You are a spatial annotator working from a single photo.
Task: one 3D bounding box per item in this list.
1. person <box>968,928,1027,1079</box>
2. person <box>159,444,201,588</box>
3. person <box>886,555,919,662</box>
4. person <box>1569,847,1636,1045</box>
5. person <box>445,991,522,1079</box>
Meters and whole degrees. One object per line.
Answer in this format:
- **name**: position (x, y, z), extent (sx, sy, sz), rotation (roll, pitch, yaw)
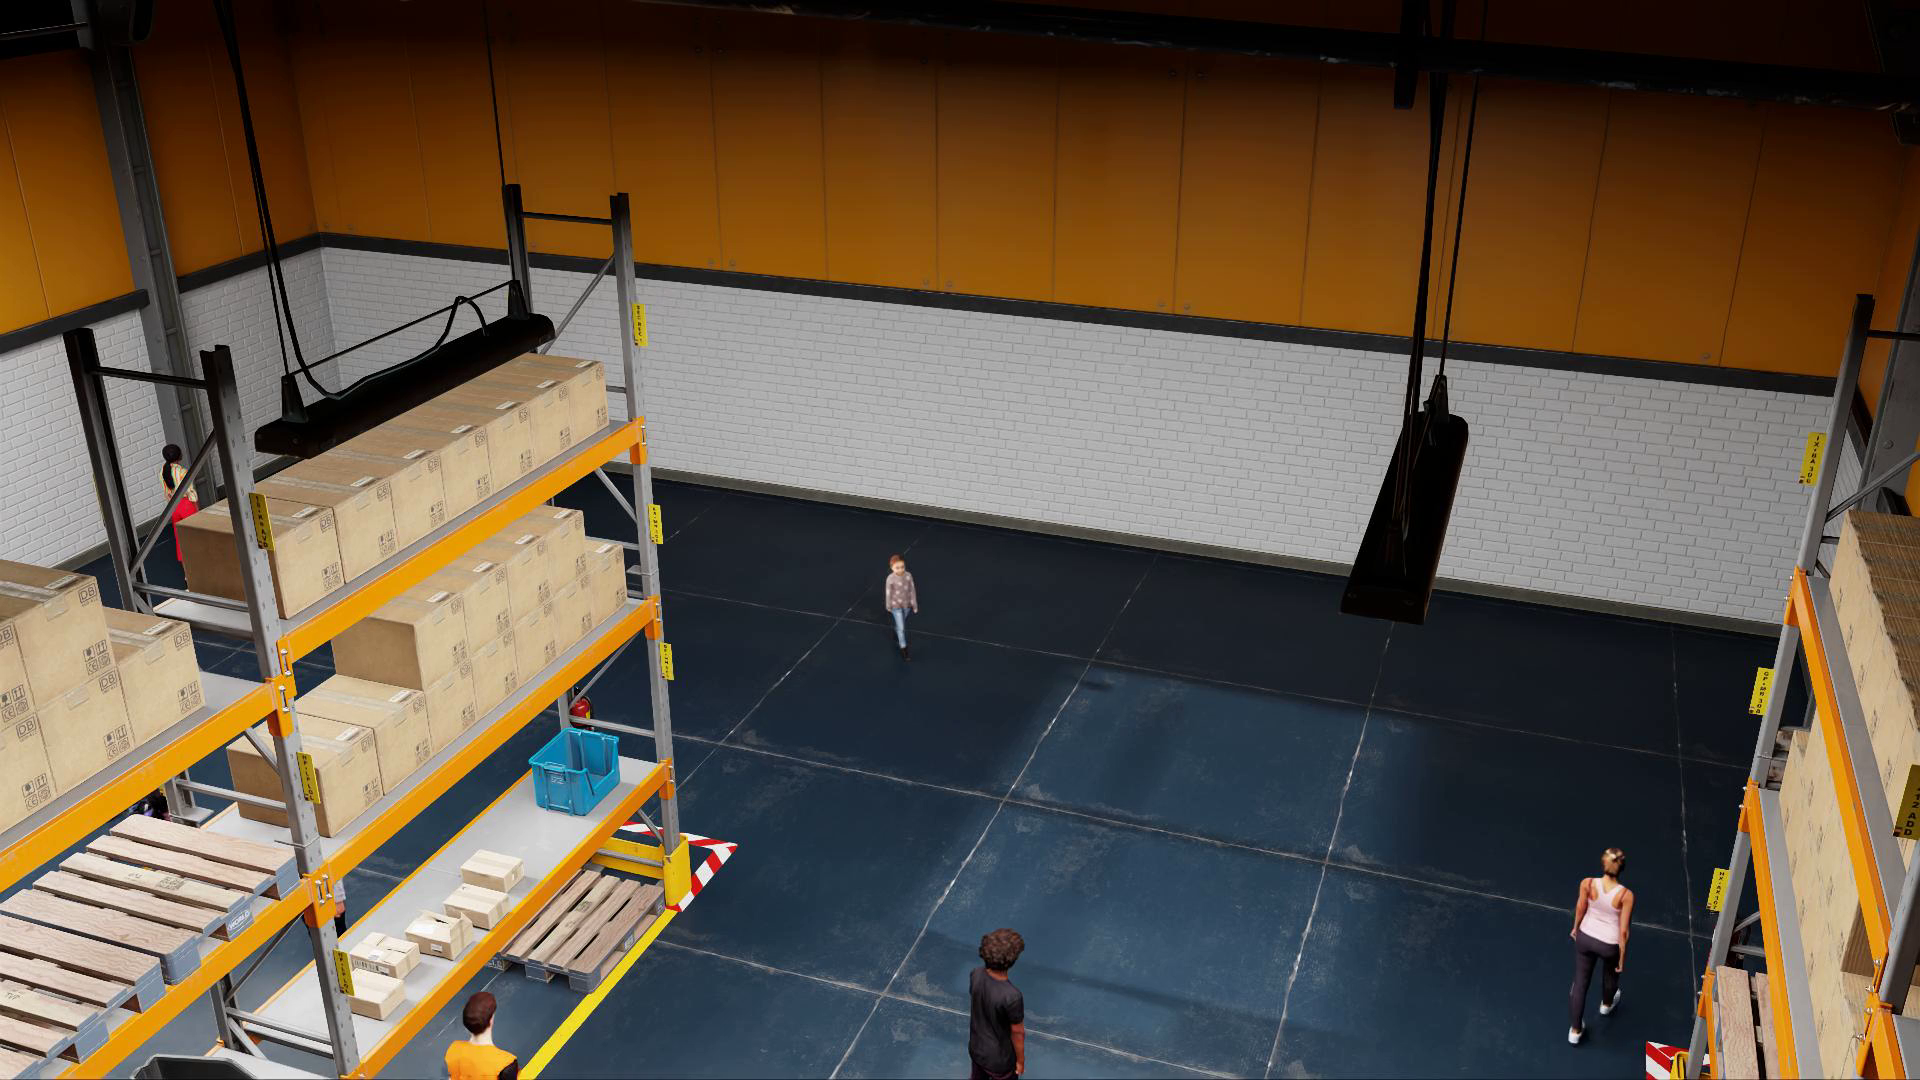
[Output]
- **person**: position (0.227, 3.400, 11.250), extent (0.710, 1.775, 0.709), rotation (21, 31, 39)
- **person**: position (-9.169, -0.293, 19.678), extent (0.614, 1.793, 0.558), rotation (5, 24, 12)
- **person**: position (-0.661, 0.684, 18.223), extent (0.808, 1.167, 0.865), rotation (-10, 26, -22)
- **person**: position (4.704, 3.029, 12.295), extent (0.761, 1.620, 1.005), rotation (16, 28, 33)
- **person**: position (-2.972, 3.744, 10.389), extent (0.832, 1.836, 1.245), rotation (4, 24, 9)
